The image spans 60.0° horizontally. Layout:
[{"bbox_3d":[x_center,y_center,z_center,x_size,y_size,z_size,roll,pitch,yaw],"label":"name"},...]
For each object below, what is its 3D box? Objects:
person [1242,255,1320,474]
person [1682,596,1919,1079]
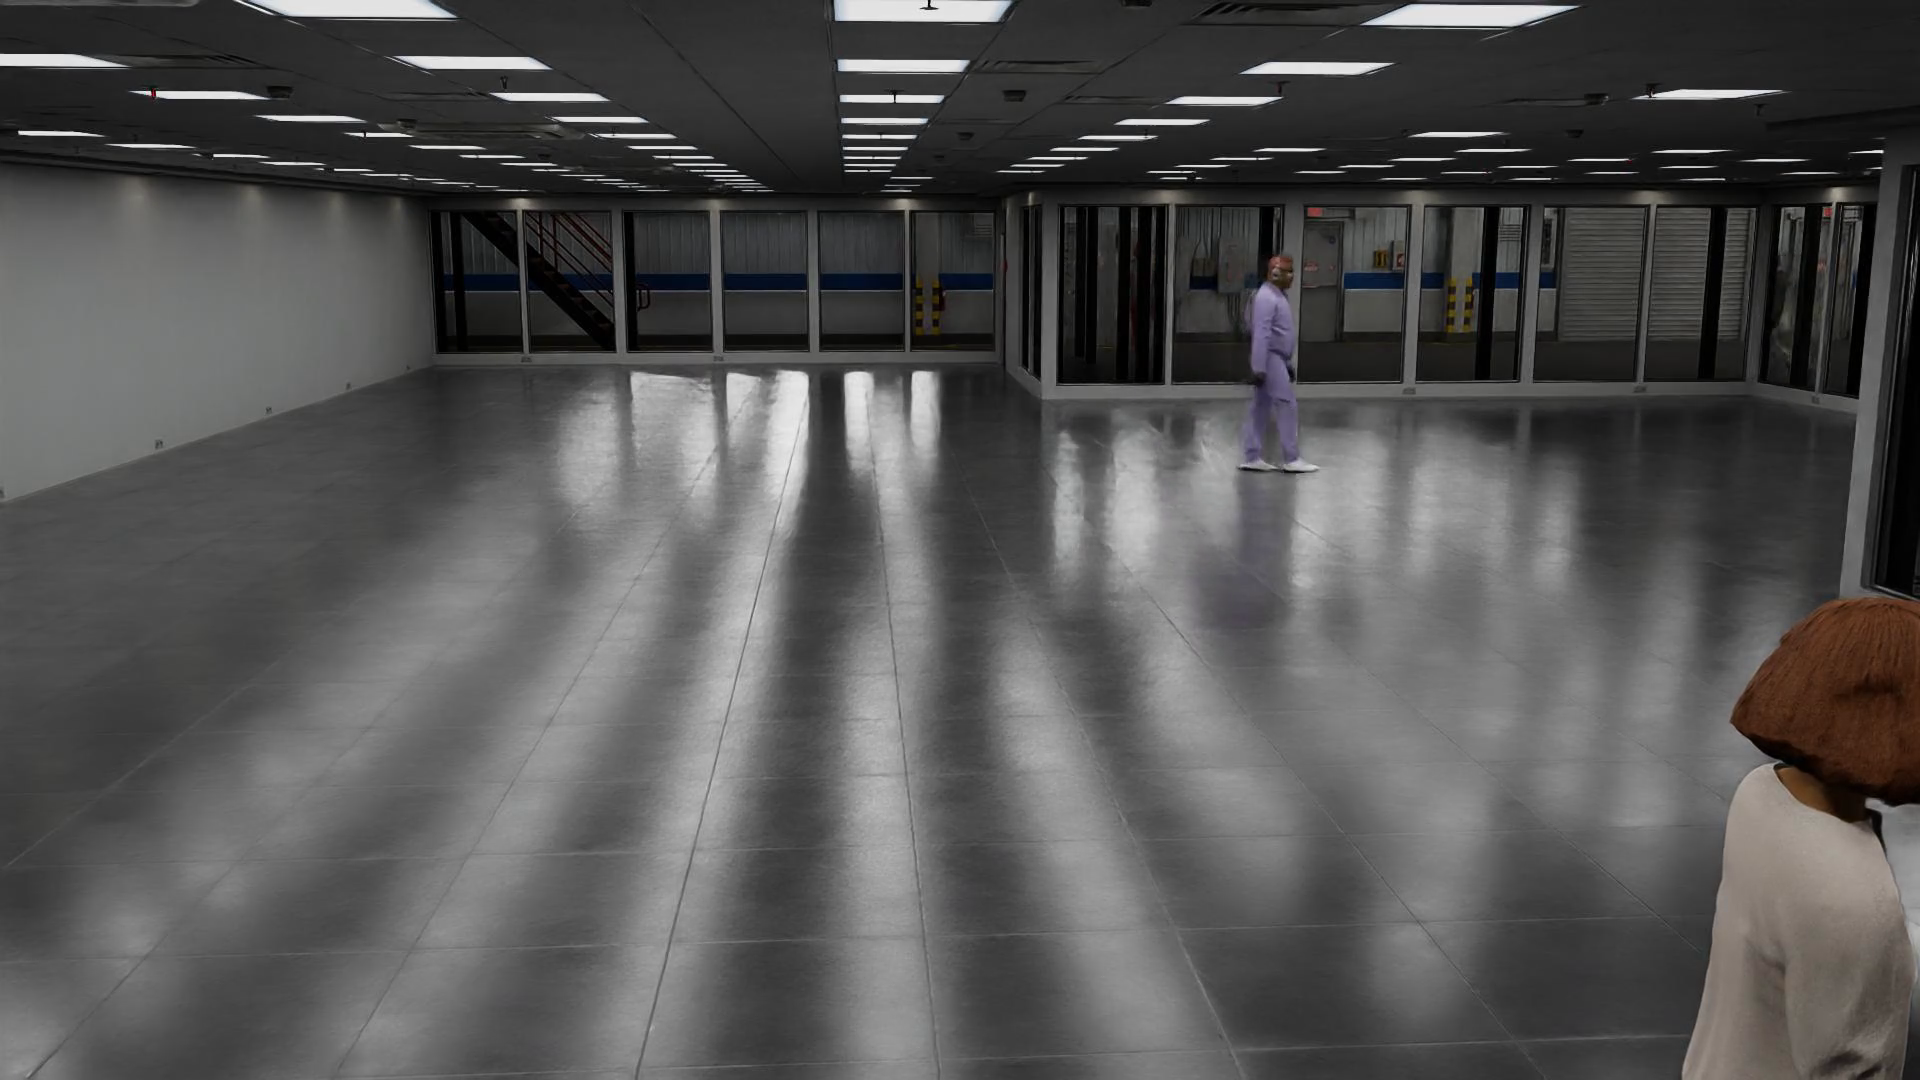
[{"bbox_3d":[2.824,-1.505,14.356,0.814,1.876,0.680,3,11,16],"label":"person"},{"bbox_3d":[1.128,0.870,2.267,0.288,1.626,0.497,3,11,13],"label":"person"}]
